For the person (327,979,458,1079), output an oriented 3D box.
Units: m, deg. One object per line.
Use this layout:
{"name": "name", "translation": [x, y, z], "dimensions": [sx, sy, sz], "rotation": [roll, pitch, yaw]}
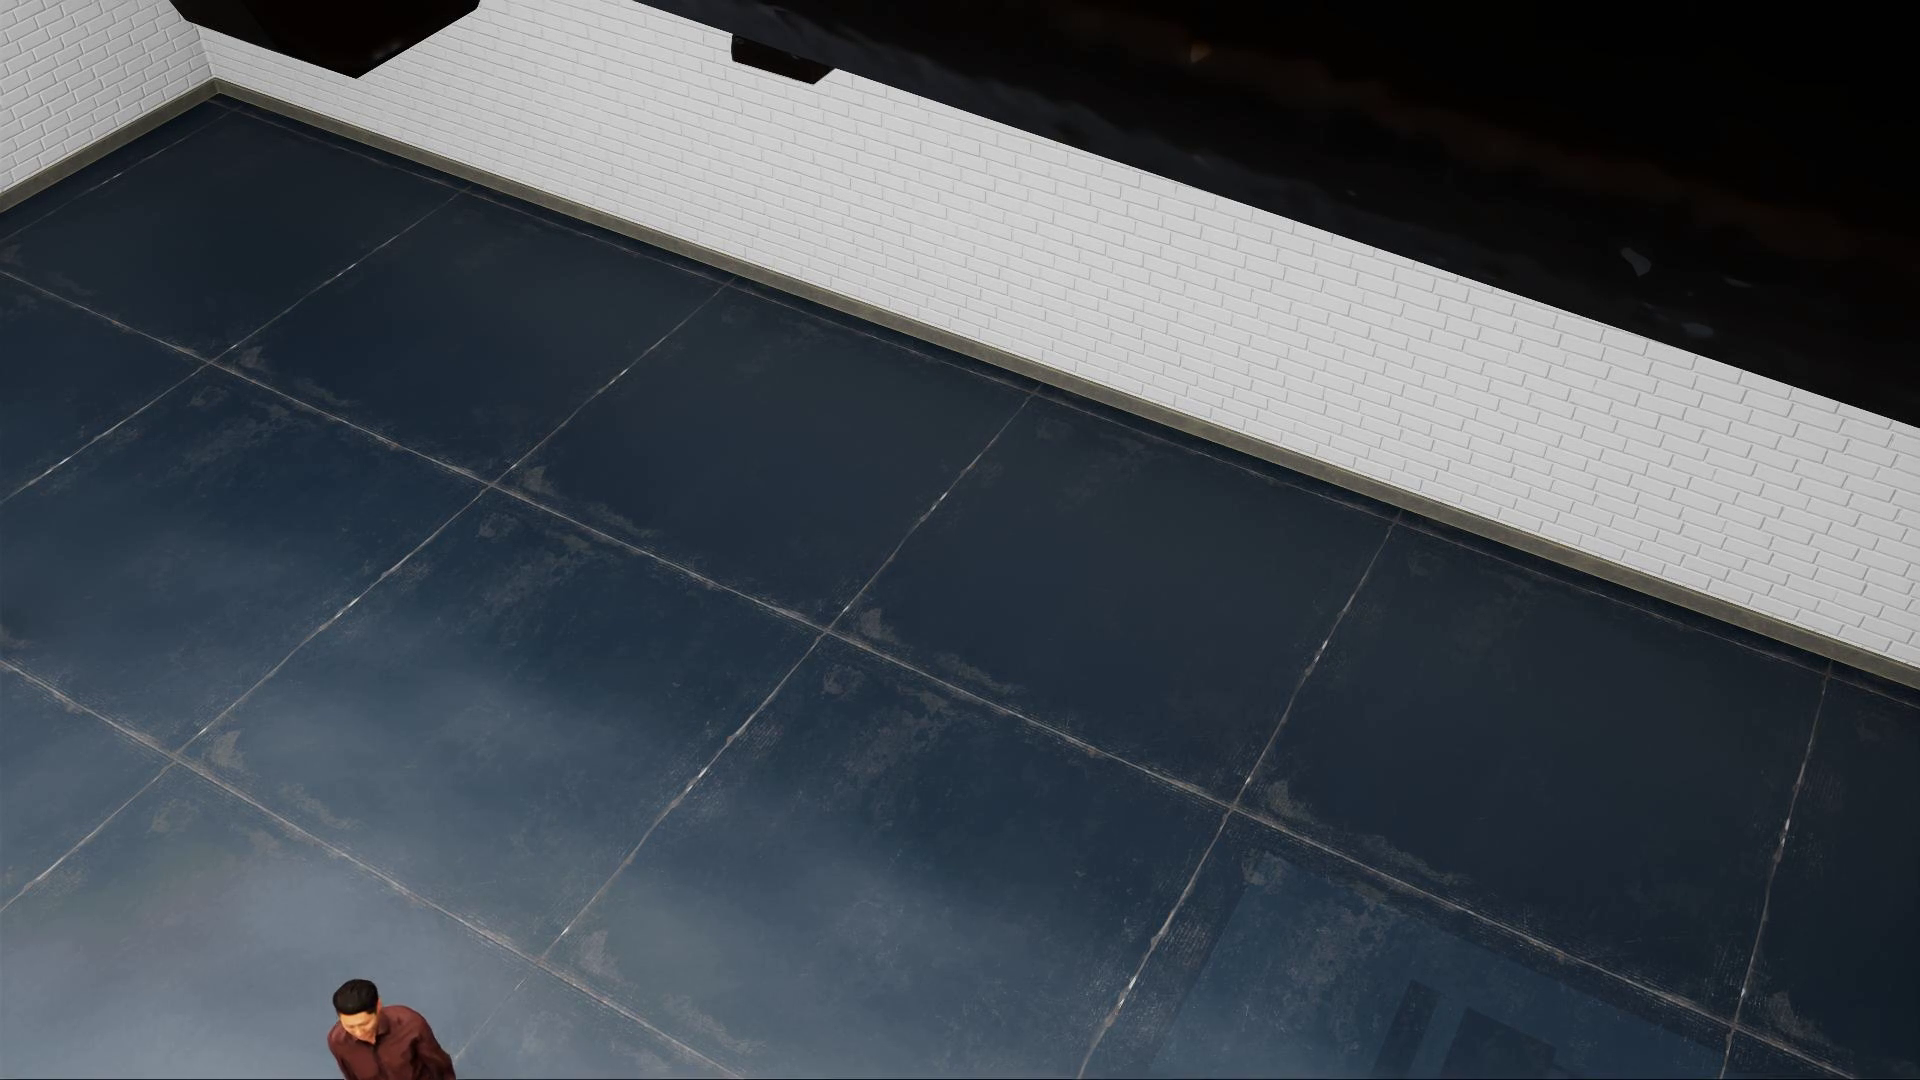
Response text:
{"name": "person", "translation": [-2.676, 2.568, 8.065], "dimensions": [1.148, 1.740, 1.179], "rotation": [-12, 45, -12]}
